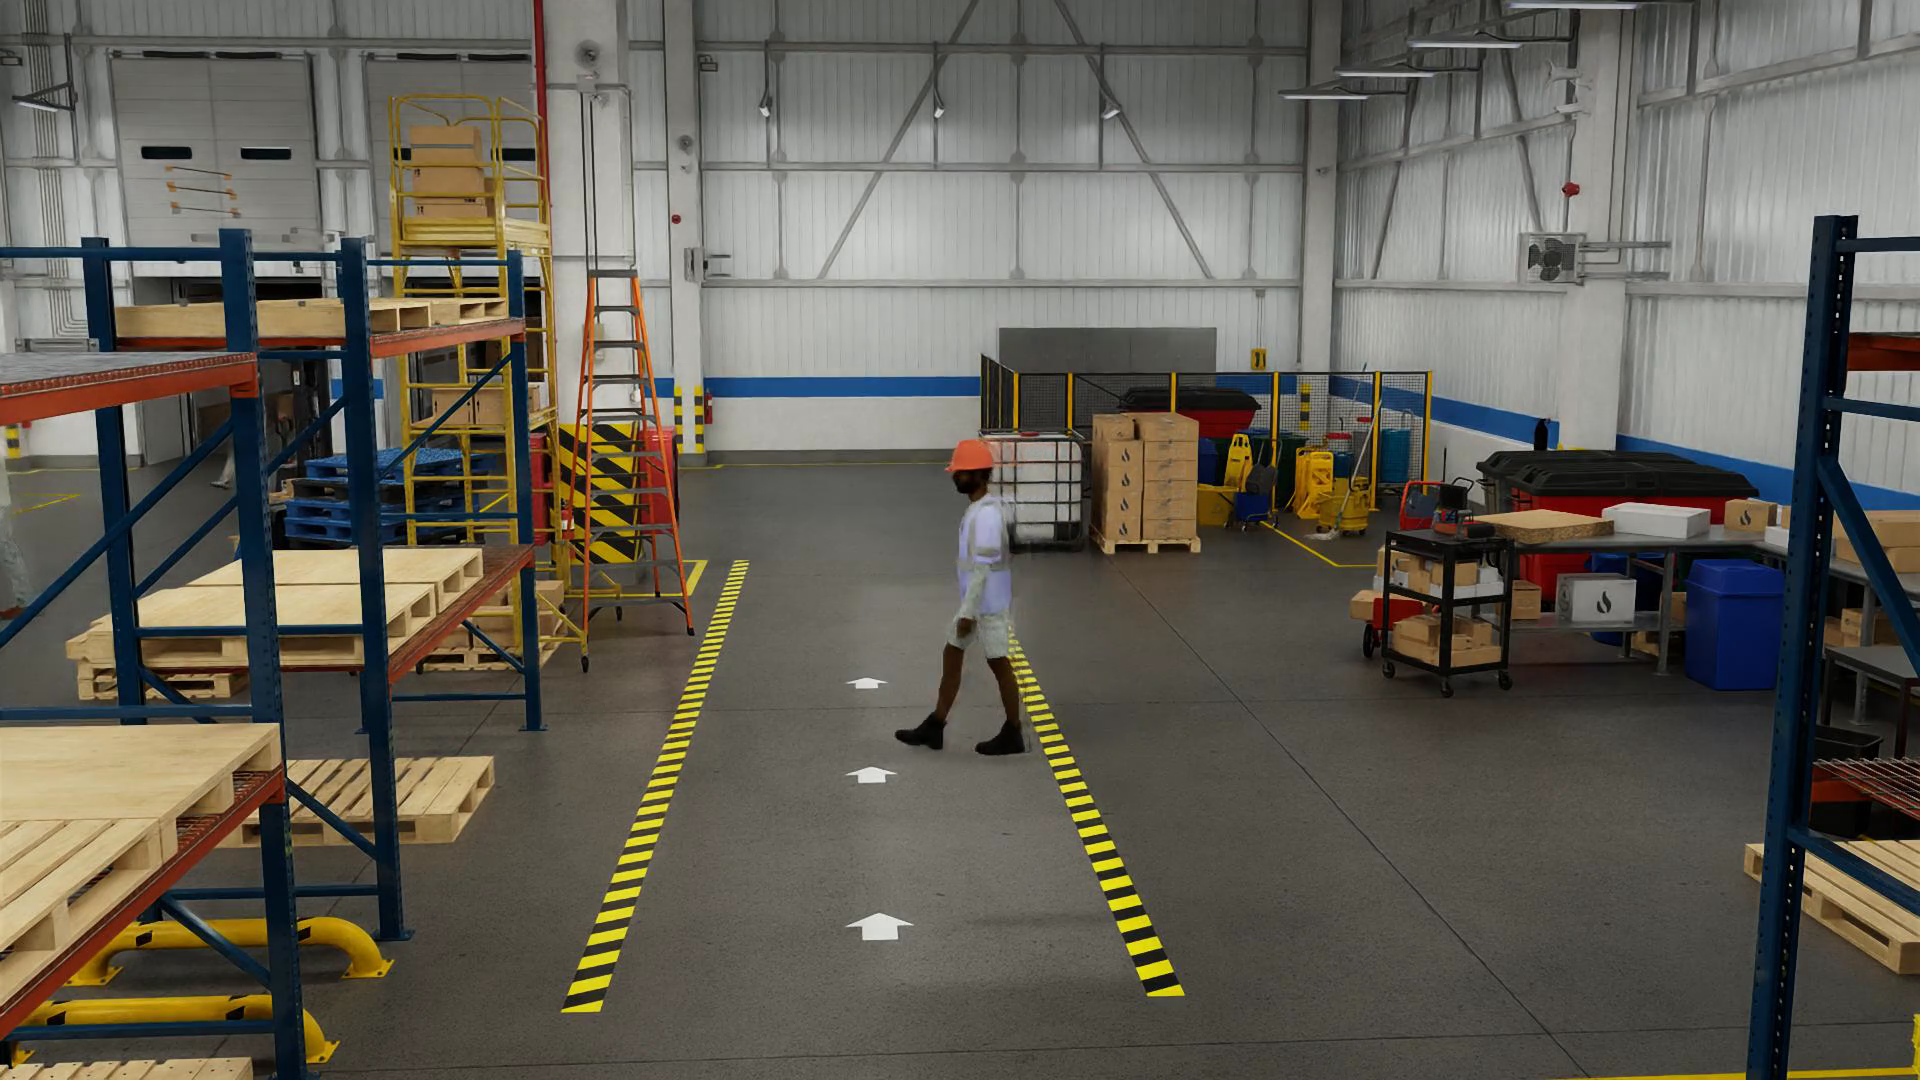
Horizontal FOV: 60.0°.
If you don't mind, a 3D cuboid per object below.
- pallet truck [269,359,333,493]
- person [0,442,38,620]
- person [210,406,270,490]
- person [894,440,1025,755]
[{"bbox_3d":[-7.062,-1.131,18.996,1.885,1.965,0.823,2,9,13],"label":"pallet truck"},{"bbox_3d":[-8.193,-0.245,13.737,0.942,1.900,0.639,-6,11,-35],"label":"person"},{"bbox_3d":[-9.629,-1.446,22.246,0.516,1.593,0.858,7,11,36],"label":"person"},{"bbox_3d":[-0.002,0.363,9.892,0.889,1.902,0.566,-1,9,-8],"label":"person"}]
